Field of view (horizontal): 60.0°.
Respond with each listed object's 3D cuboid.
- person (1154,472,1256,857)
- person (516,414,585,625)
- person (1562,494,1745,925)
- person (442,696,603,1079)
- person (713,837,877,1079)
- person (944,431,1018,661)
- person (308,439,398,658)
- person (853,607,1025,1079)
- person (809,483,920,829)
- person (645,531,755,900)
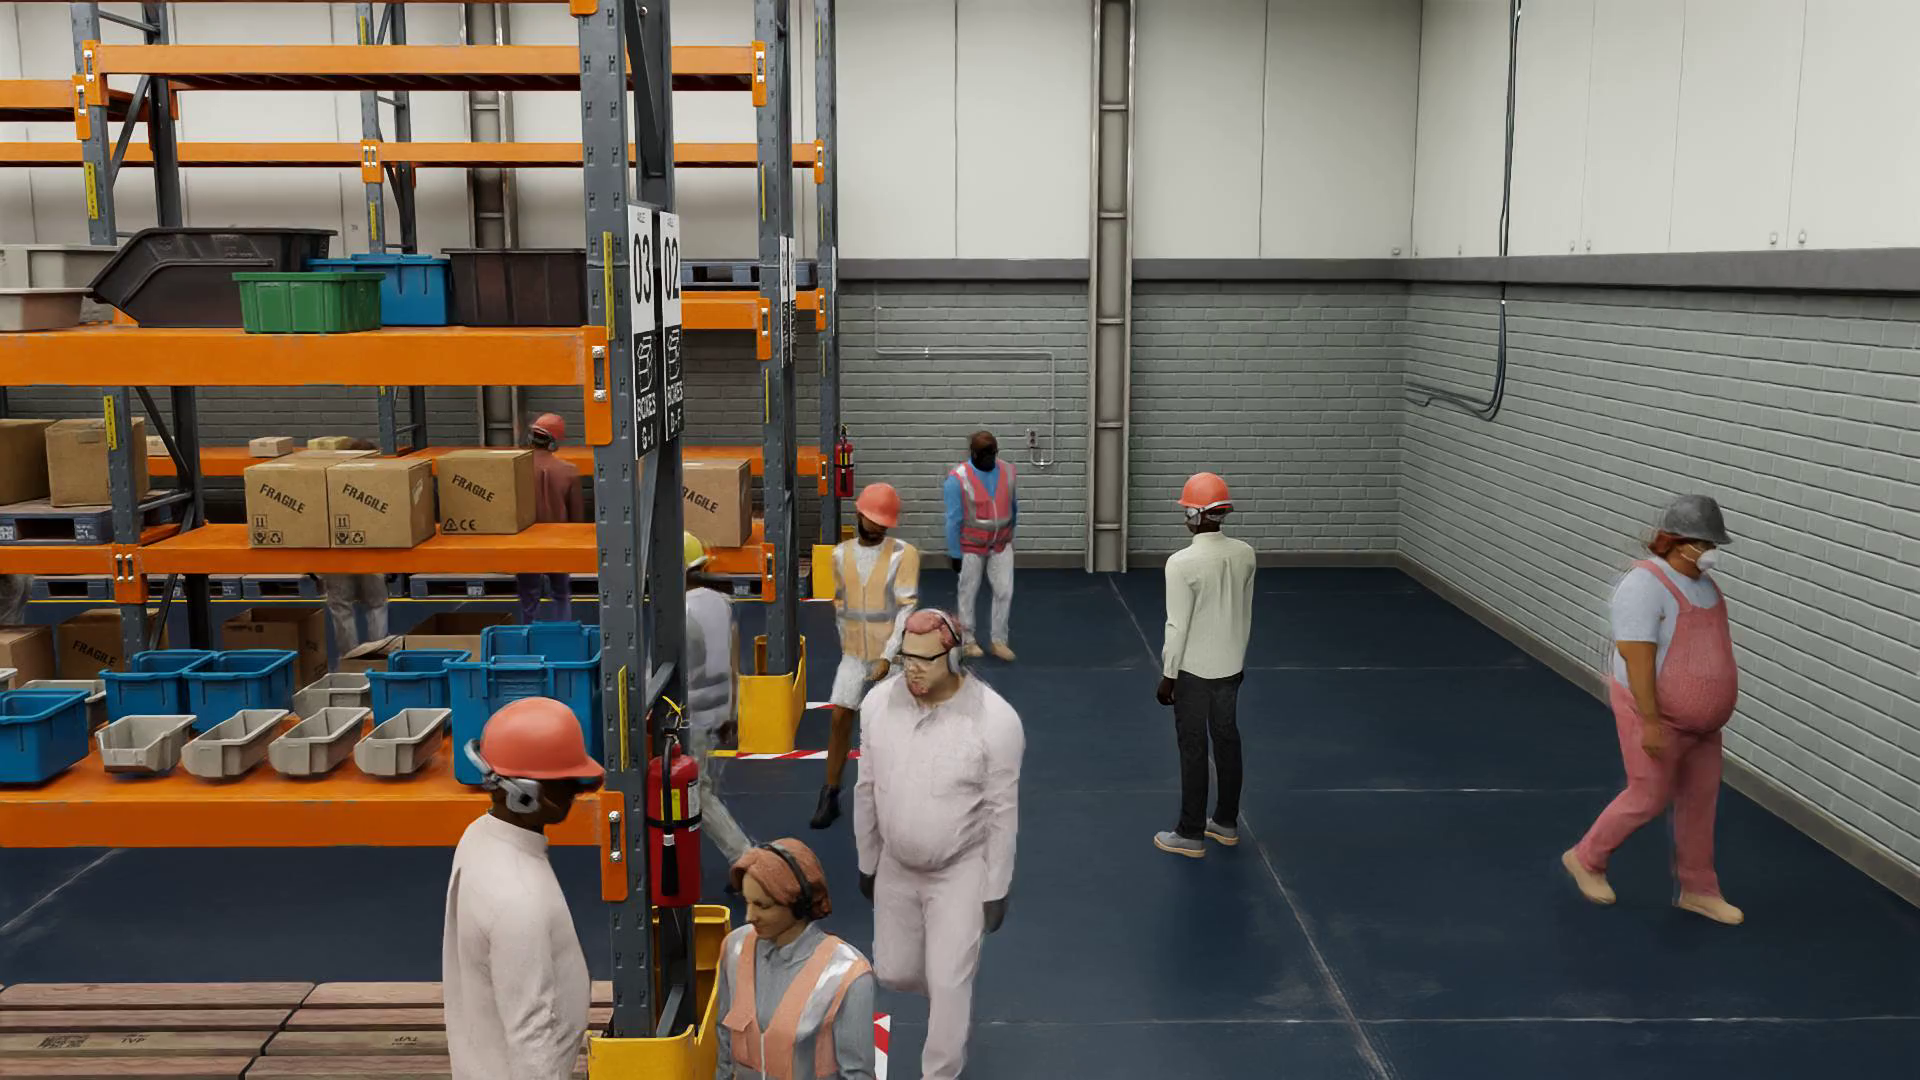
[{"bbox_3d":[1.267,0.643,8.624,0.611,1.995,0.375,-7,12,-39],"label":"person"},{"bbox_3d":[-3.106,0.060,12.317,0.686,1.966,0.371,-6,11,-31],"label":"person"},{"bbox_3d":[3.290,0.758,7.775,0.696,2.000,0.717,-6,11,-33],"label":"person"},{"bbox_3d":[-1.093,1.364,4.242,0.404,1.982,0.630,-4,10,-22],"label":"person"},{"bbox_3d":[-0.414,1.540,4.234,0.528,1.630,0.320,7,11,36],"label":"person"},{"bbox_3d":[0.173,0.049,12.834,0.647,1.806,0.687,-4,10,-23],"label":"person"},{"bbox_3d":[-4.415,0.173,12.115,0.668,1.811,0.432,-5,10,-27],"label":"person"},{"bbox_3d":[-0.055,1.136,5.946,0.651,1.878,0.663,5,10,26],"label":"person"},{"bbox_3d":[-0.483,0.613,9.151,0.545,1.885,0.715,4,10,21],"label":"person"},{"bbox_3d":[-1.257,0.847,8.015,0.827,1.811,0.597,3,10,17],"label":"person"}]
